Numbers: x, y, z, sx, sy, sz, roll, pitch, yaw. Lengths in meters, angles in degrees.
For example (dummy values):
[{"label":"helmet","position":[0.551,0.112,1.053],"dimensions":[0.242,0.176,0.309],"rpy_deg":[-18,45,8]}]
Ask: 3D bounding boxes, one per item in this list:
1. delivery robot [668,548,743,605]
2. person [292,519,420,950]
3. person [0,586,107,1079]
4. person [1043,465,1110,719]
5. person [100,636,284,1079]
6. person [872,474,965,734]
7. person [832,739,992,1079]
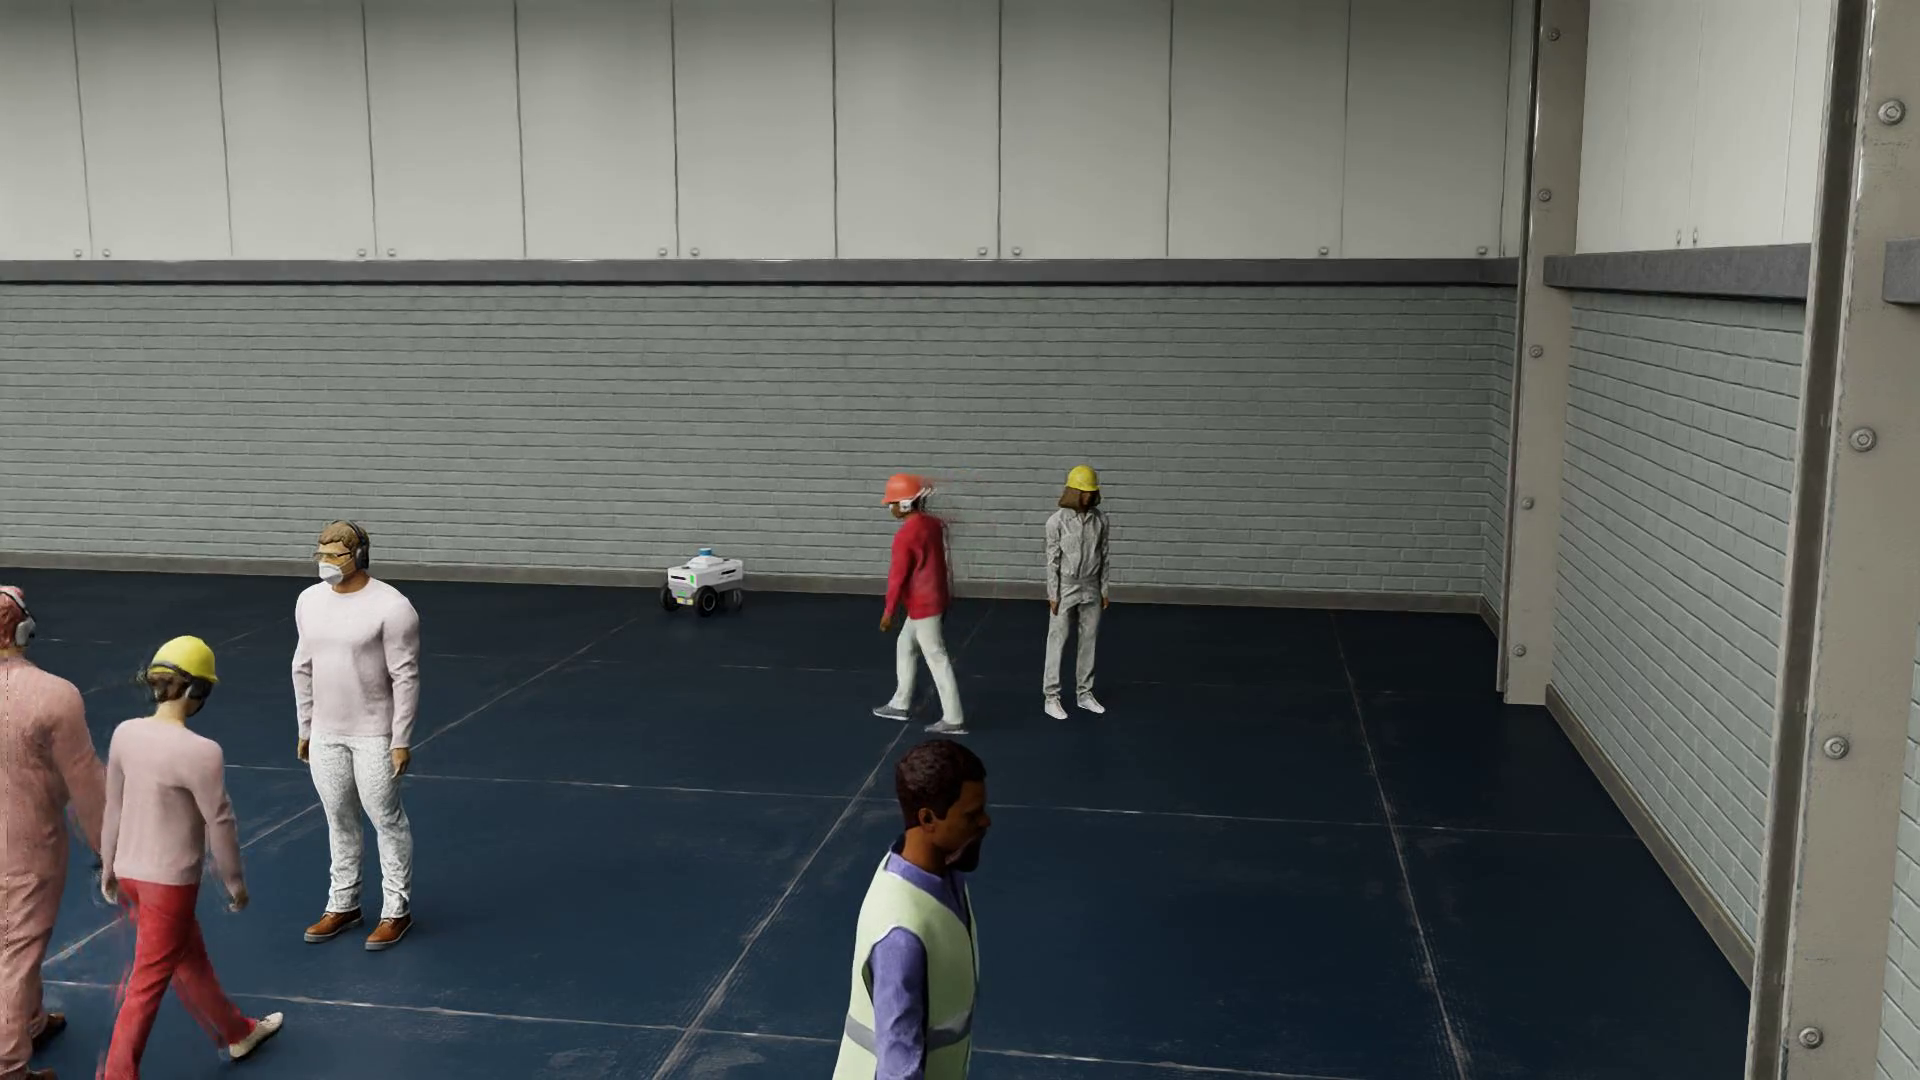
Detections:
[{"label":"delivery robot","position":[-2.268,0.315,14.835],"dimensions":[0.477,0.478,0.707],"rpy_deg":[6,11,34]},{"label":"person","position":[-2.712,0.867,7.467],"dimensions":[0.631,1.940,0.372],"rpy_deg":[3,10,17]},{"label":"person","position":[-3.466,1.097,6.210],"dimensions":[0.648,1.876,0.830],"rpy_deg":[1,9,8]},{"label":"person","position":[0.808,0.351,11.293],"dimensions":[0.483,1.733,0.352],"rpy_deg":[-5,10,-27]},{"label":"person","position":[-2.835,1.204,6.067],"dimensions":[0.537,1.700,0.863],"rpy_deg":[5,11,30]},{"label":"person","position":[-0.315,0.420,10.932],"dimensions":[0.828,1.704,0.557],"rpy_deg":[3,10,17]},{"label":"person","position":[-0.122,1.421,4.162],"dimensions":[0.400,1.910,0.583],"rpy_deg":[1,9,6]}]
